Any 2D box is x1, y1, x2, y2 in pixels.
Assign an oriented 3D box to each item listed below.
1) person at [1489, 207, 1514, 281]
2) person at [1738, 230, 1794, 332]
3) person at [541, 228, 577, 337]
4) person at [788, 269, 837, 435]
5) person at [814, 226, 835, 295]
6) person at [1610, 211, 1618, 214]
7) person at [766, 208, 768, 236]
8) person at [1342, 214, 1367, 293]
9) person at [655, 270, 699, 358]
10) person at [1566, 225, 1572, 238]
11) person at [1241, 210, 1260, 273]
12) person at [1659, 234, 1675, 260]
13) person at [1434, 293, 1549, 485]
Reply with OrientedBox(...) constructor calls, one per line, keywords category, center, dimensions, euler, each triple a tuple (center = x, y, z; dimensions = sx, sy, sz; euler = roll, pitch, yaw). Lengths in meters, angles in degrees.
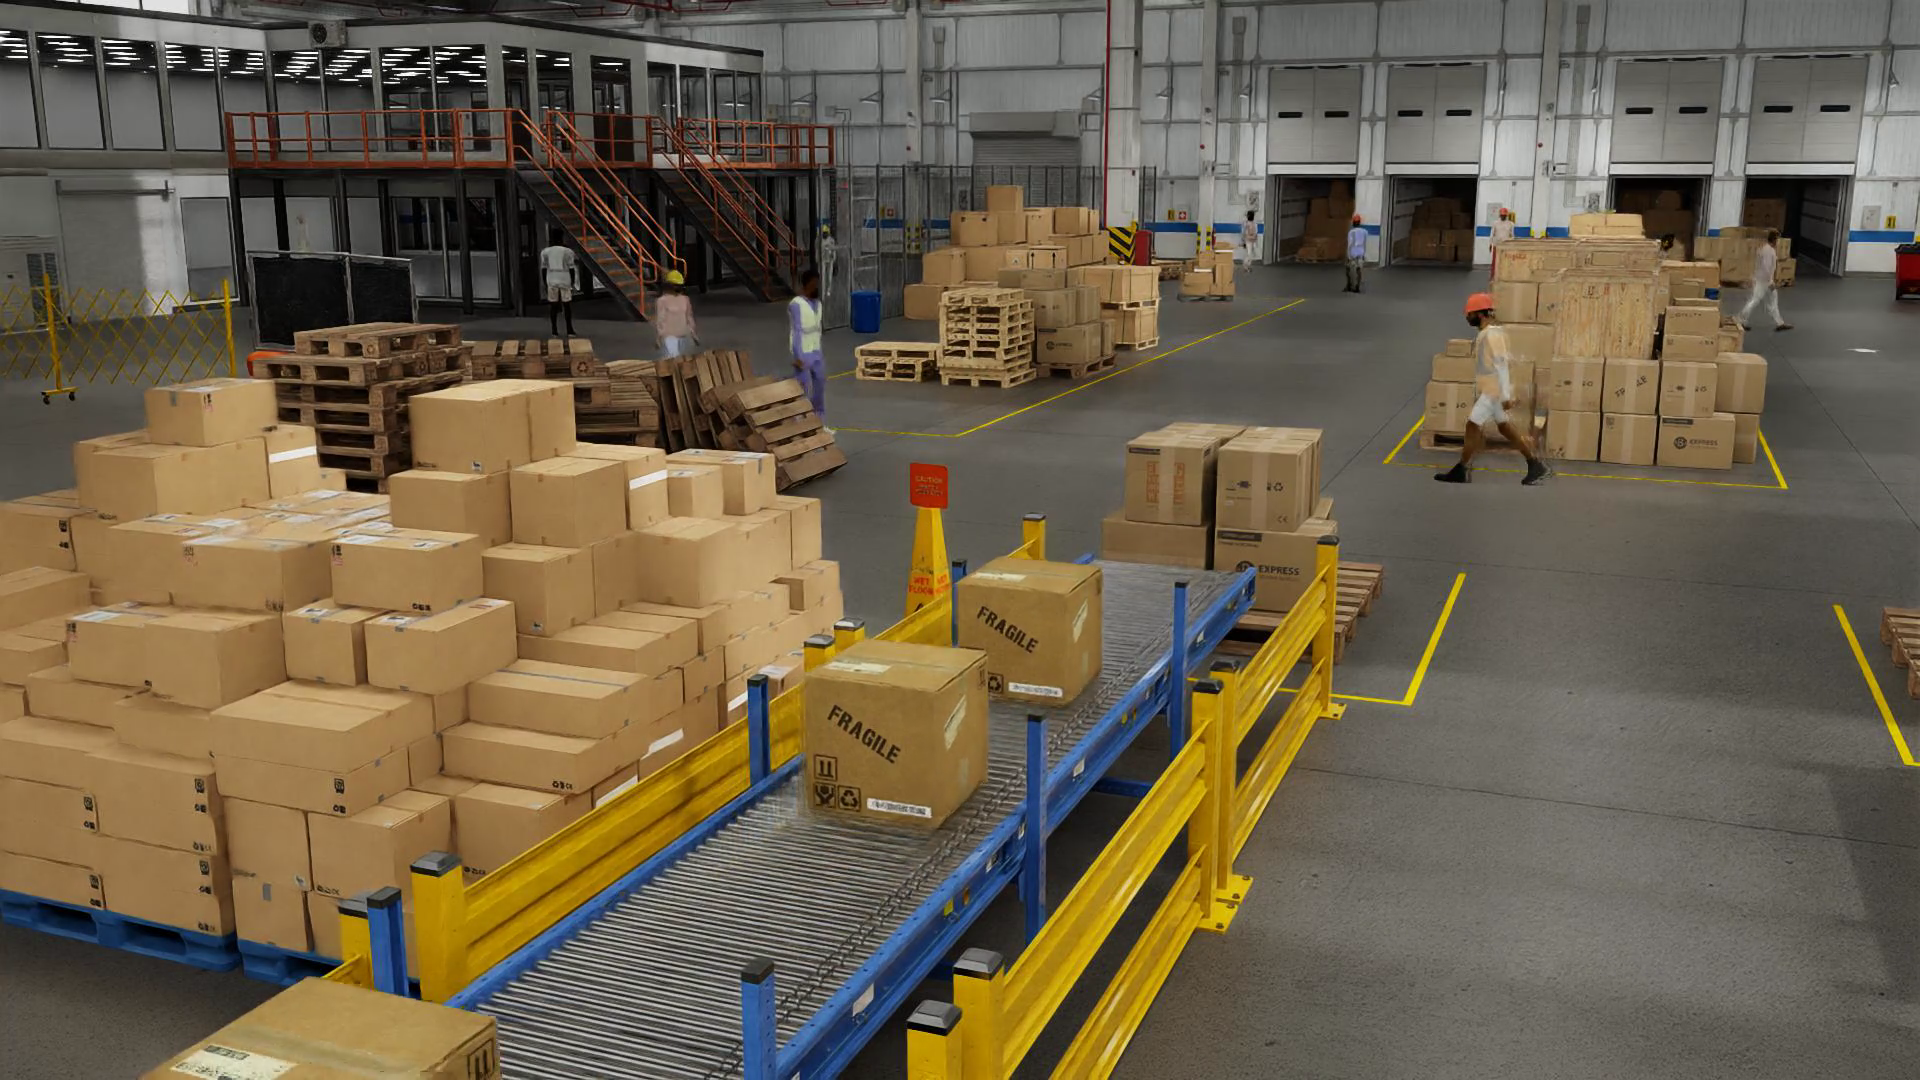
OrientedBox(category="person", center=(14.692, -8.017, 45.153), dimensions=(0.623, 1.989, 0.400), euler=(5, 13, 20))
OrientedBox(category="person", center=(15.110, -4.843, 31.165), dimensions=(1.021, 1.887, 0.651), euler=(8, 15, 31))
OrientedBox(category="person", center=(-7.287, -4.673, 30.215), dimensions=(0.609, 1.965, 0.369), euler=(0, 13, 1))
OrientedBox(category="person", center=(-1.795, -2.146, 19.039), dimensions=(0.698, 1.897, 0.602), euler=(7, 14, 28))
OrientedBox(category="person", center=(-3.238, -6.689, 39.853), dimensions=(0.487, 1.702, 0.891), euler=(-1, 13, -7))
OrientedBox(category="person", center=(18.083, -8.202, 46.270), dimensions=(1.008, 1.871, 0.582), euler=(3, 13, 12))
OrientedBox(category="person", center=(-6.867, -10.560, 56.805), dimensions=(0.736, 1.900, 0.417), euler=(5, 14, 23))
OrientedBox(category="person", center=(9.743, -7.061, 41.025), dimensions=(0.569, 1.912, 0.644), euler=(-4, 13, -17))
OrientedBox(category="person", center=(-3.624, -2.612, 21.506), dimensions=(0.892, 1.714, 0.549), euler=(10, 16, 38))
OrientedBox(category="person", center=(14.045, -6.325, 38.052), dimensions=(0.988, 1.792, 0.629), euler=(6, 14, 25))
OrientedBox(category="person", center=(8.510, -8.744, 48.796), dimensions=(0.656, 1.825, 0.459), euler=(-10, 16, -39))
OrientedBox(category="person", center=(13.240, -4.886, 31.549), dimensions=(0.997, 1.808, 0.518), euler=(4, 13, 19))
OrientedBox(category="person", center=(5.201, -1.444, 16.007), dimensions=(1.028, 1.866, 0.556), euler=(3, 13, 13))
